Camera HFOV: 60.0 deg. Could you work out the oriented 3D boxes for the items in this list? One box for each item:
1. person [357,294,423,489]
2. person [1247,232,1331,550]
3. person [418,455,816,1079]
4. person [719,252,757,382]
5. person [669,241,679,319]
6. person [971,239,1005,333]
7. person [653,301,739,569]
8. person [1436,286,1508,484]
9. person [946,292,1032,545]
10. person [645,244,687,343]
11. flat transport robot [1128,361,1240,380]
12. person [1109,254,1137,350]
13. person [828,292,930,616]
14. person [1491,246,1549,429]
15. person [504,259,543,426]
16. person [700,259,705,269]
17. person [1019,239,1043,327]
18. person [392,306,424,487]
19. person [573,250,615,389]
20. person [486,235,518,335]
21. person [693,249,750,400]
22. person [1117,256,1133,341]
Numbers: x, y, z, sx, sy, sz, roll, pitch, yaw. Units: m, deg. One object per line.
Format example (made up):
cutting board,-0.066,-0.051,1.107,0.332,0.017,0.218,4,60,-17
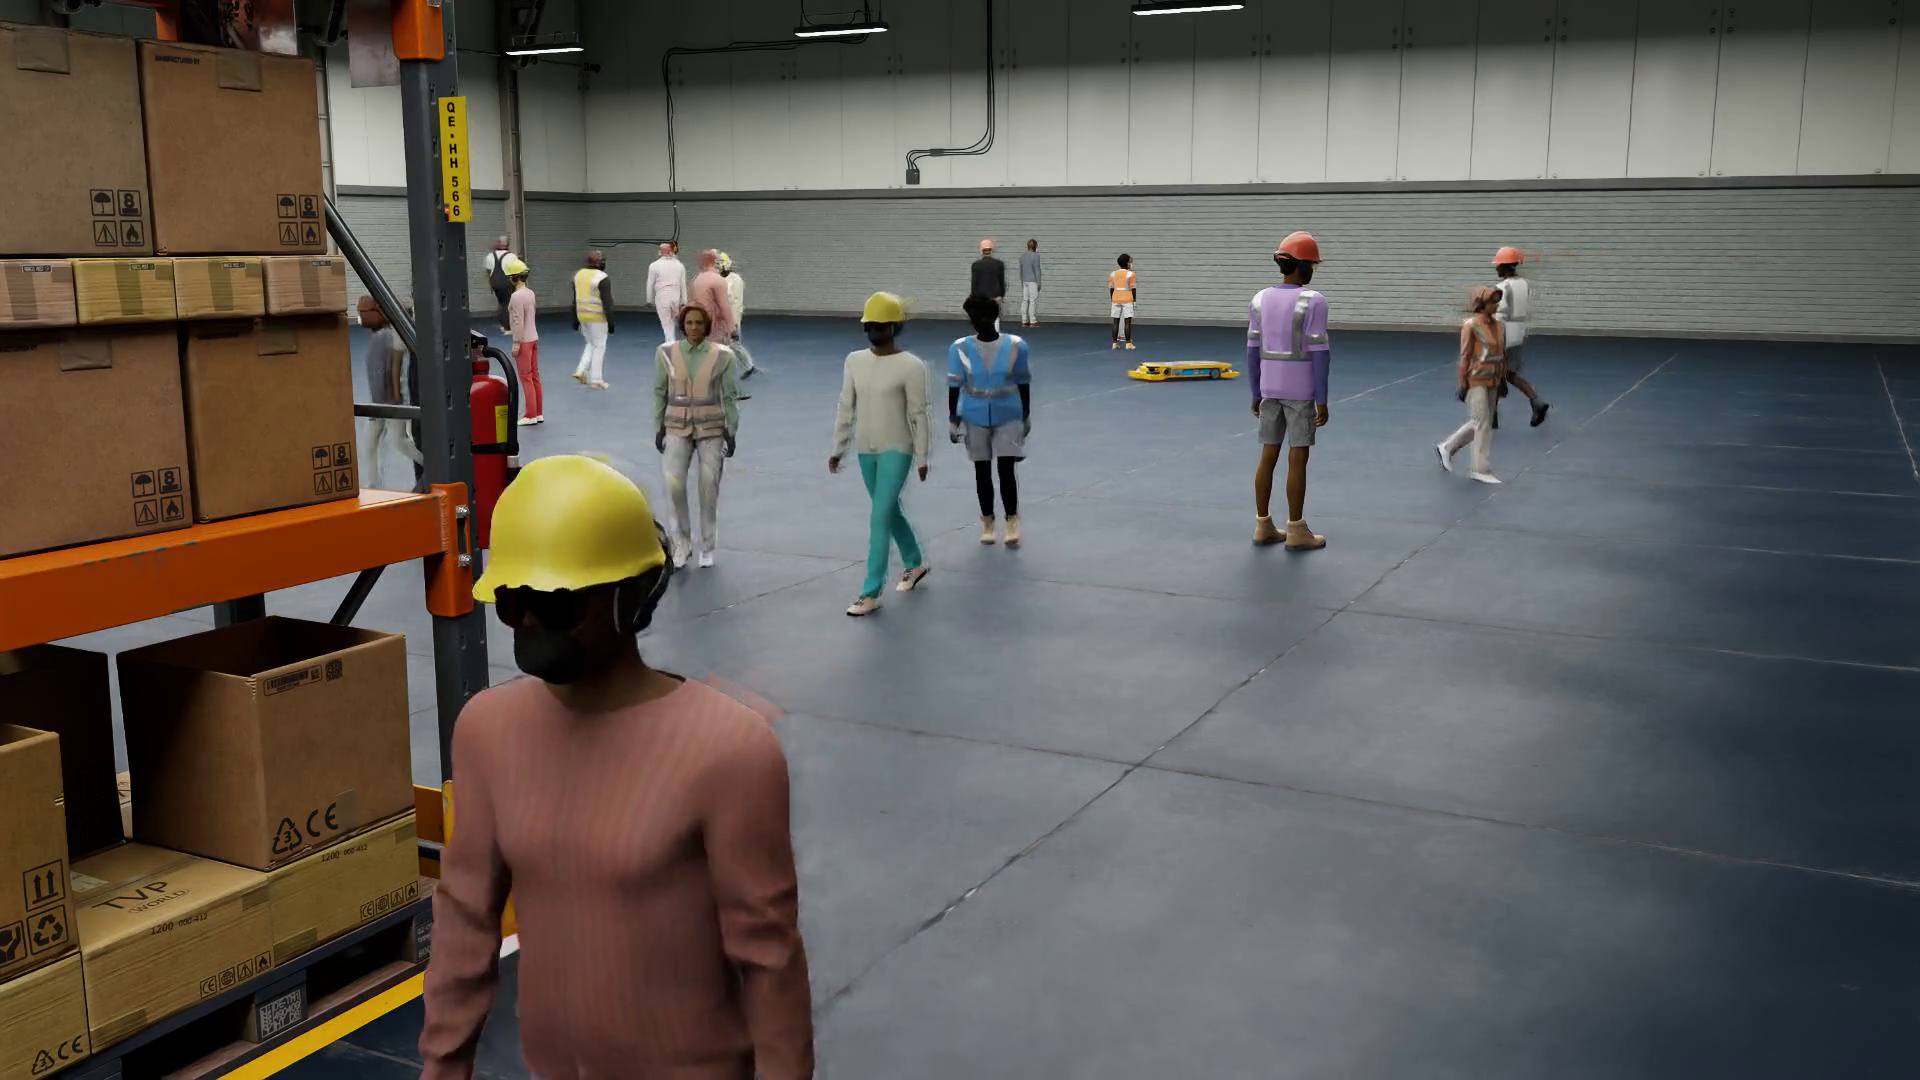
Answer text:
person,-4.212,-1.036,12.390,0.788,1.602,0.501,-5,12,-25
person,2.149,-0.959,10.770,0.388,2.041,0.615,-9,13,-39
person,-0.512,0.760,2.231,0.546,1.734,0.795,5,12,26
person,-3.146,-3.061,22.903,0.603,1.799,0.714,8,13,38
person,-6.869,-6.252,40.092,0.328,1.876,0.514,-8,13,-38
person,0.498,-4.282,29.120,0.617,1.964,0.892,0,10,-3
person,-1.597,-0.624,10.041,0.527,1.622,0.478,0,10,-2
person,4.264,-1.298,13.802,0.520,1.622,0.687,-9,14,-40
person,0.190,-0.780,10.800,0.548,1.658,0.508,1,10,6
person,-4.962,-4.009,27.864,0.640,1.877,0.743,-9,14,-41
flat transport robot,3.161,-2.399,23.454,1.431,0.197,0.652,-4,11,-22
person,2.892,-4.214,29.465,0.535,1.697,0.318,6,12,32
person,-0.396,-0.504,9.160,0.525,1.723,0.903,7,13,35
person,5.744,-2.084,17.255,0.553,1.915,0.716,-7,13,-34
person,-4.680,-2.102,17.765,0.328,1.765,0.532,1,10,5
person,-4.515,-4.240,29.773,0.277,1.632,0.502,-6,12,-28
person,1.572,-5.671,36.744,0.358,1.938,0.636,-8,13,-37
person,-3.939,-1.115,12.342,0.532,1.801,0.816,-4,11,-21
person,-4.836,-2.902,21.976,0.685,1.822,0.438,7,13,35
person,-9.236,-5.218,33.999,0.706,2.000,0.682,3,11,17
person,-3.024,-2.580,20.117,0.978,1.863,0.641,-6,12,-28
person,3.179,-4.659,32.058,0.282,1.633,0.498,-1,10,-6
